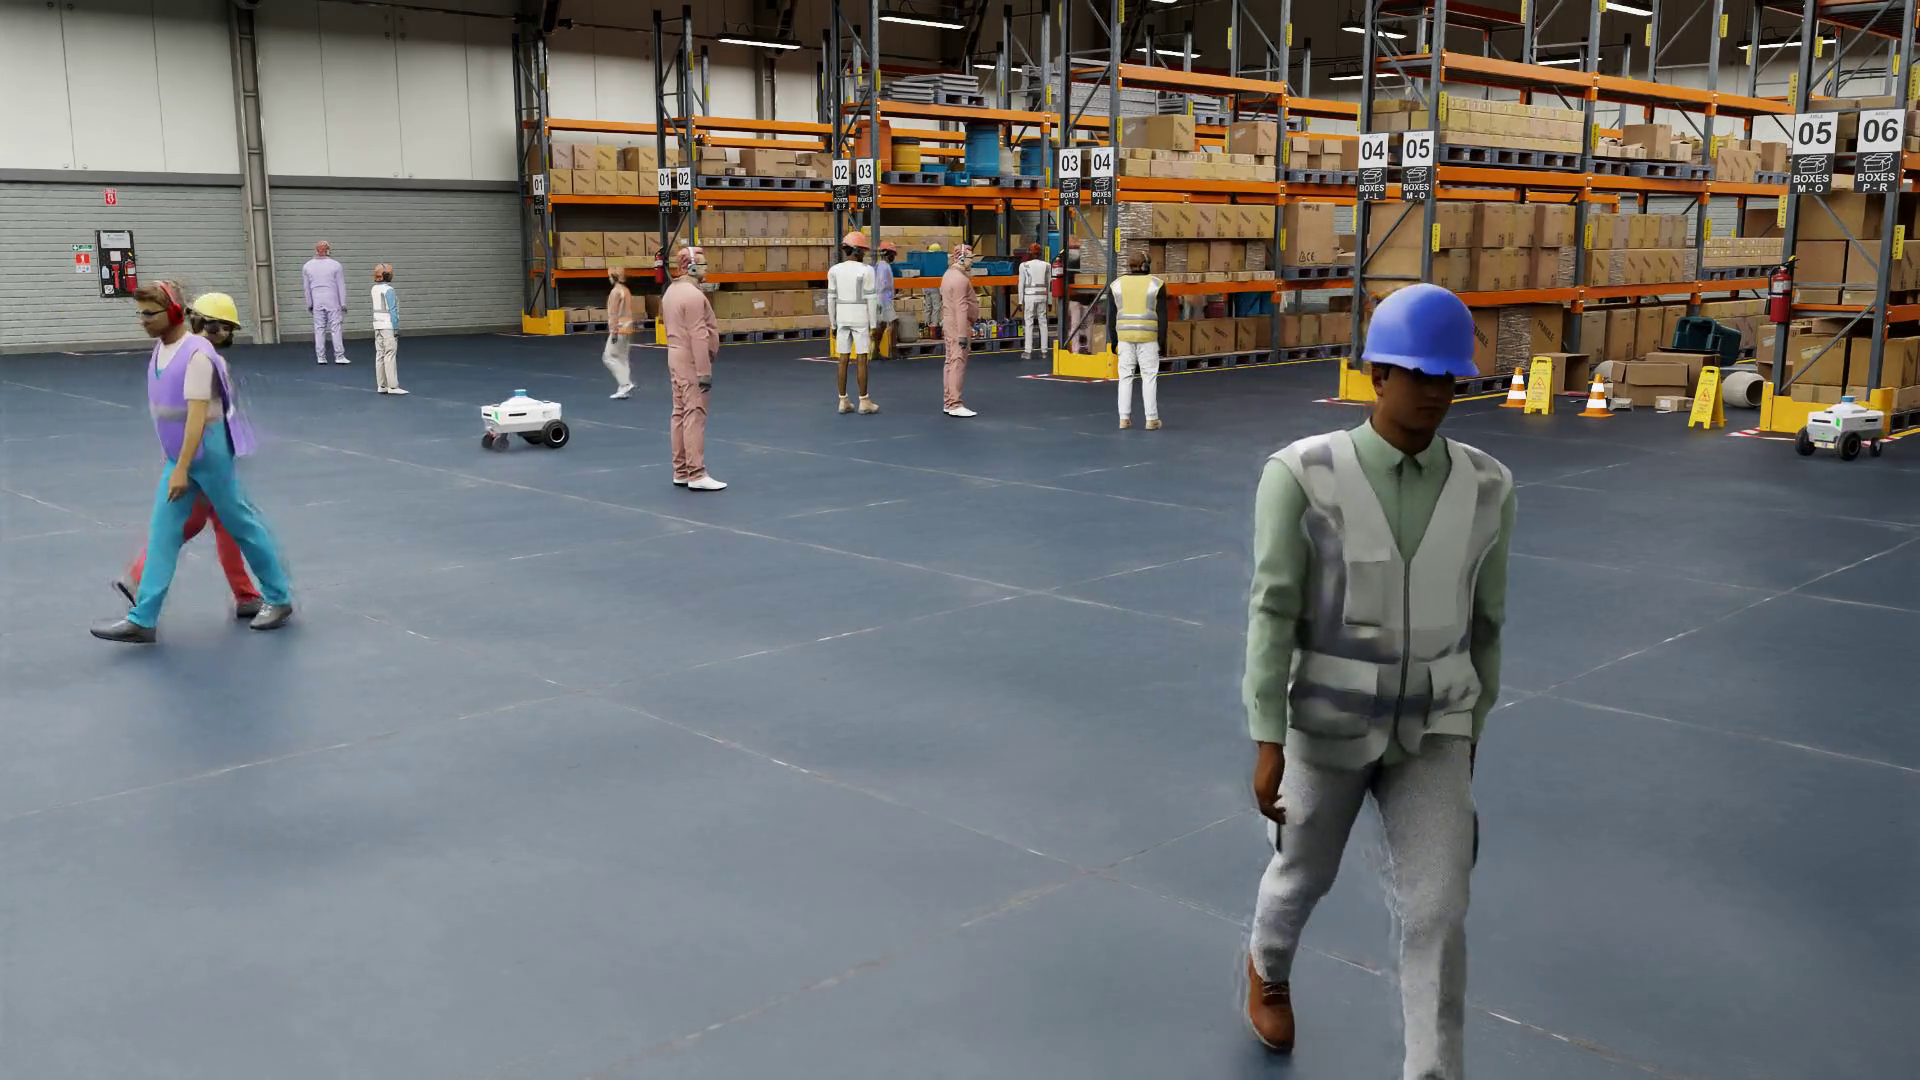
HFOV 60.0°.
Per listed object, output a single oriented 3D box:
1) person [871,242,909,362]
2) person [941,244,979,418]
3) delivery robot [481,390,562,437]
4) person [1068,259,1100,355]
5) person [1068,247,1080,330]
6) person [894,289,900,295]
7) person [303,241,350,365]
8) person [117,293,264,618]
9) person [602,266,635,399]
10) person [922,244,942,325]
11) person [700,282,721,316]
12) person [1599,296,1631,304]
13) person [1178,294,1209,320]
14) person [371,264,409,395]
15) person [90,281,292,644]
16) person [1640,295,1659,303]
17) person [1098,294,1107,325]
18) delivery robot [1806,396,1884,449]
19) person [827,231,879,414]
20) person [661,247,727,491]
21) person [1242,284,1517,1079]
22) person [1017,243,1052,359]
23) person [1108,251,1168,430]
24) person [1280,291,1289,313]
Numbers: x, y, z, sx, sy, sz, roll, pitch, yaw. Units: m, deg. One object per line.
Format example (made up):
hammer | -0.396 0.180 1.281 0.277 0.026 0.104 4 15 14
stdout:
person | -1.086 -3.785 26.478 0.759 1.890 0.594 0 10 0
person | 0.009 -2.329 18.524 0.403 1.900 0.637 -2 11 -12
delivery robot | -4.163 -1.183 15.794 0.707 0.478 0.477 -9 14 -40
person | 2.009 -3.860 26.767 0.599 1.923 1.036 4 11 19
person | 2.407 -5.305 34.941 0.414 1.822 0.614 -6 12 -30
person | -1.499 -5.547 36.240 0.404 1.832 0.592 -6 12 -30
person | -9.882 -3.688 25.951 0.693 1.909 0.402 1 10 4
person | -4.055 -0.442 8.747 0.857 1.708 0.574 -1 10 -6
person | -4.166 -2.525 20.306 0.366 1.626 0.547 1 10 6
person | -0.499 -4.859 32.490 0.404 1.830 0.601 -9 14 -41
person | -5.040 -5.060 33.316 0.627 1.934 0.371 7 13 35
person | 11.458 -4.268 29.052 0.587 1.913 0.391 7 12 32
person | 3.813 -3.959 27.408 0.592 1.906 0.762 9 14 42
person | -7.245 -2.658 21.015 0.514 1.641 0.309 10 14 42
person | -3.812 -0.387 8.268 0.592 1.780 1.009 8 13 38
person | 13.964 -4.989 33.831 0.512 1.601 0.798 7 12 33
person | 2.577 -4.295 29.156 0.556 1.921 0.596 7 13 35
delivery robot | 8.093 -1.073 15.195 0.707 0.478 0.477 -6 12 -28
person | -1.198 -2.461 18.854 0.608 2.039 0.395 5 12 27
person | -2.107 -1.358 13.198 0.405 1.911 0.636 -6 12 -28
person | 0.902 0.381 3.731 0.613 1.912 0.957 -1 10 -5
person | 1.234 -3.927 27.286 0.594 1.881 0.338 -3 11 -18
person | 1.856 -2.079 17.317 0.624 1.841 0.430 4 11 21
person | 7.986 -6.567 41.427 0.616 1.978 0.445 -9 13 -39
